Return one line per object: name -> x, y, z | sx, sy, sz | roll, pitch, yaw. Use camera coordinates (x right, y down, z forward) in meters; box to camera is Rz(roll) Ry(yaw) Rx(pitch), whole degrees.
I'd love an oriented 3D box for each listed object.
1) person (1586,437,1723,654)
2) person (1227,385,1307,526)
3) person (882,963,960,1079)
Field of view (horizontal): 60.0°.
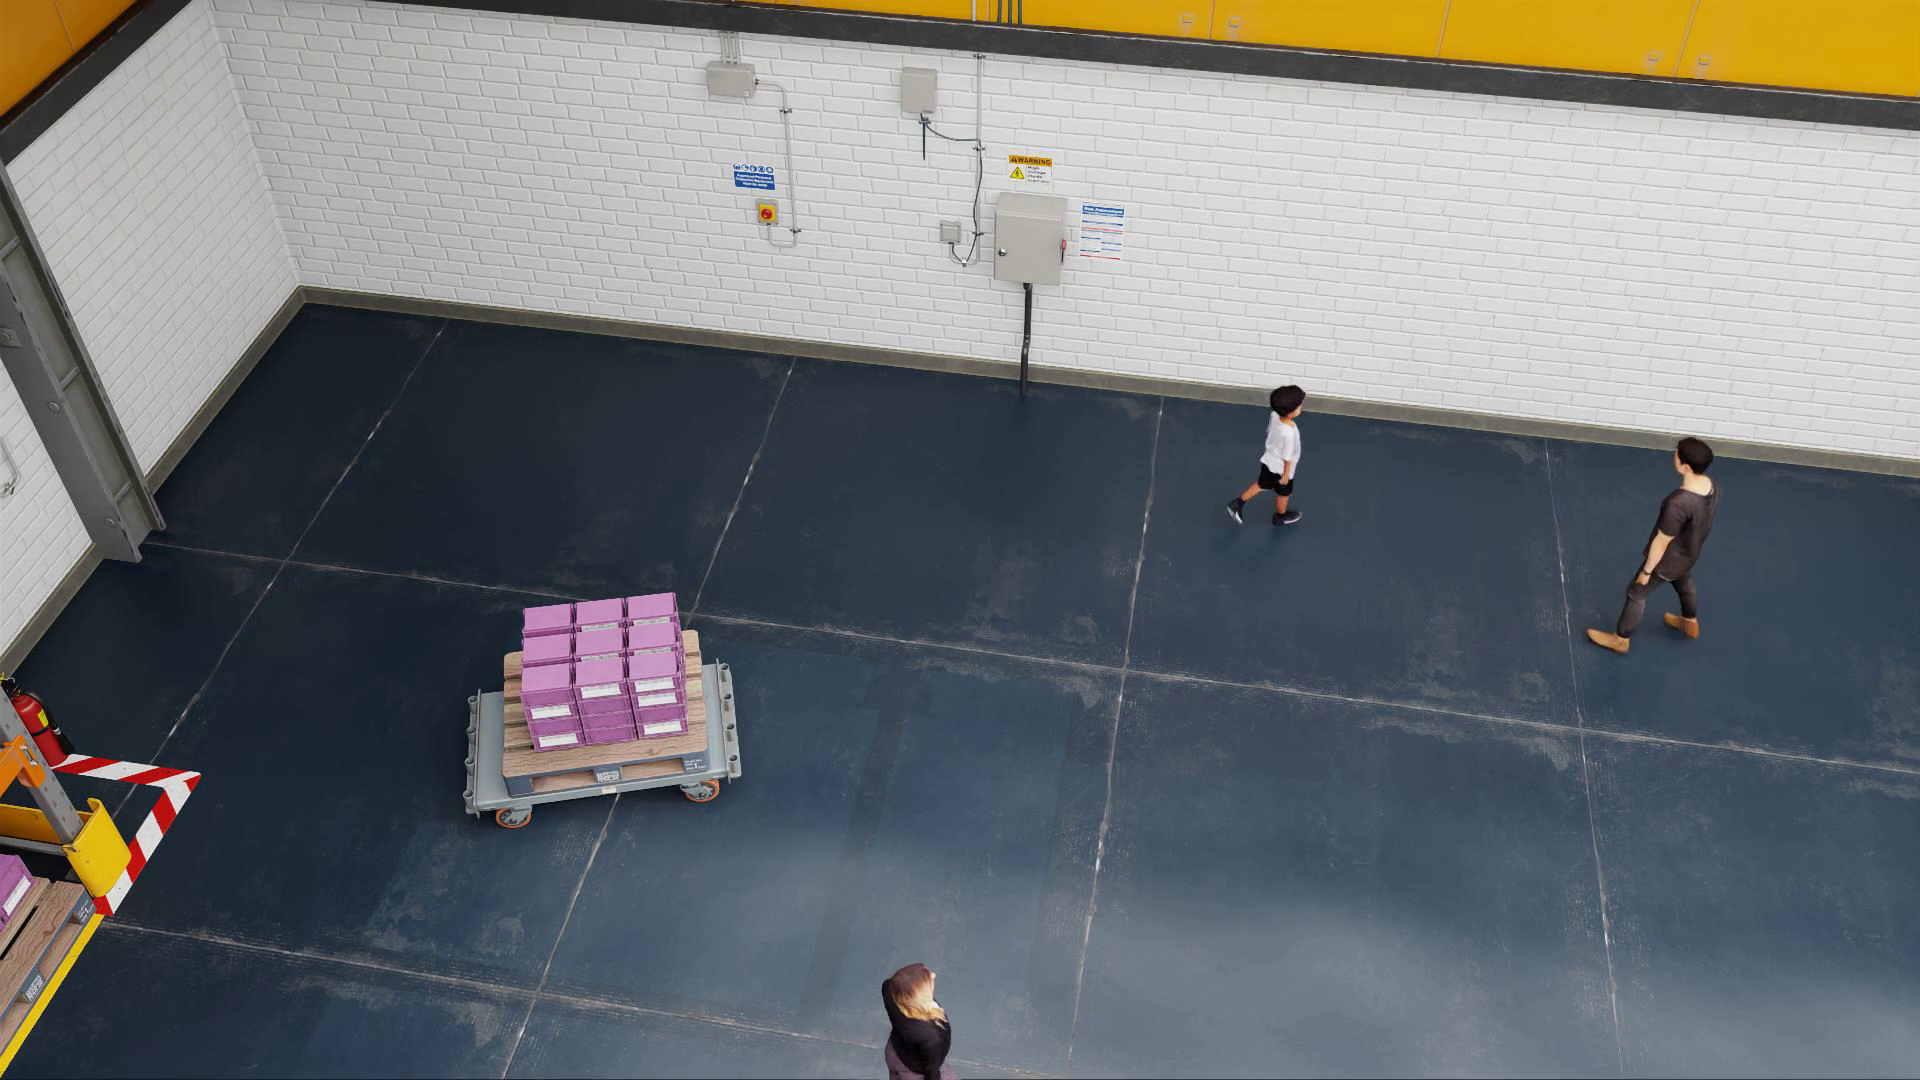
person -> 4.587, 0.074, 10.721 | 0.933, 1.684, 0.989 | -25, 49, -24
person -> 2.197, -0.563, 11.706 | 0.751, 1.249, 0.804 | -11, 45, -11
person -> -0.284, 2.608, 8.079 | 0.785, 1.661, 0.732 | -28, 50, -26
